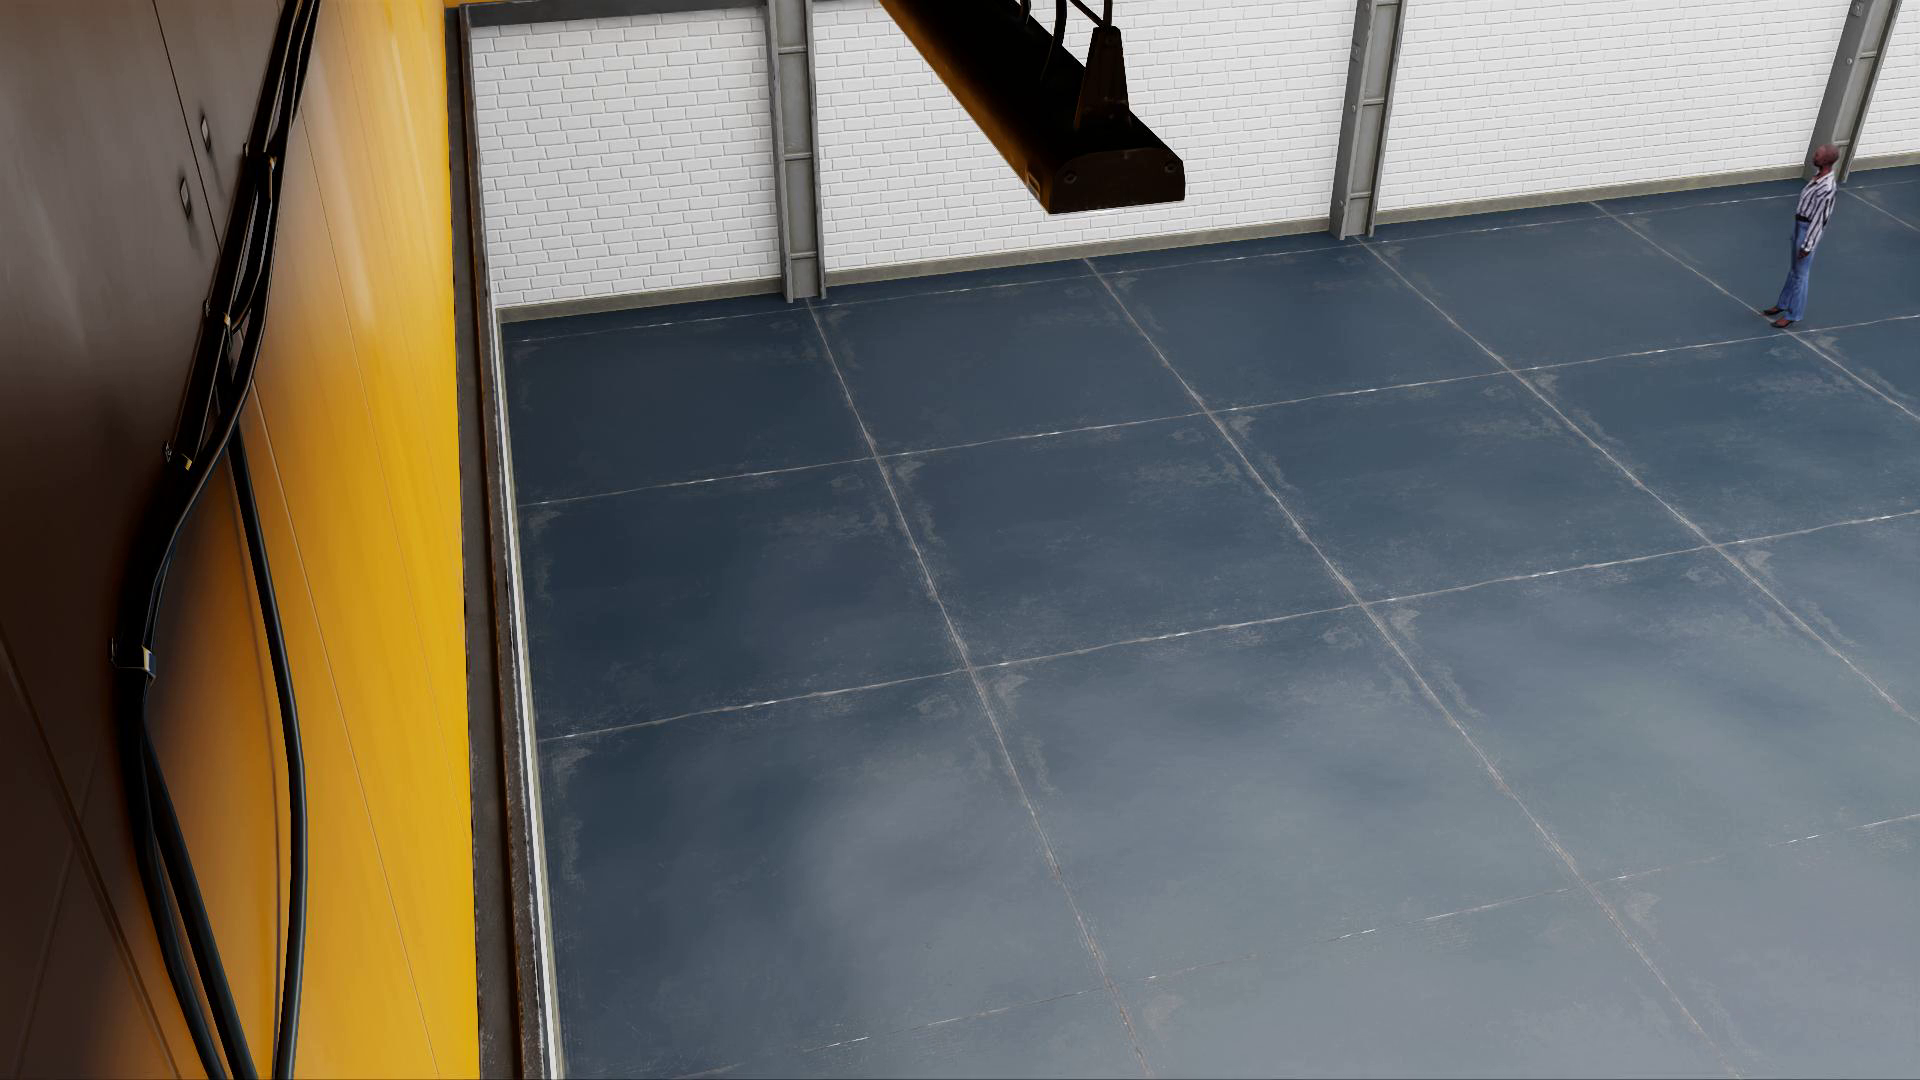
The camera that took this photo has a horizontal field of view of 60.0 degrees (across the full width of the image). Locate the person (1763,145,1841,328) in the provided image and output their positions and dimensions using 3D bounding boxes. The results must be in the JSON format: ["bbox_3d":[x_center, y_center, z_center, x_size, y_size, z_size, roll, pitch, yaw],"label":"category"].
[{"bbox_3d":[8.000,-2.871,15.698,0.691,1.793,0.693,7,34,11],"label":"person"}]
